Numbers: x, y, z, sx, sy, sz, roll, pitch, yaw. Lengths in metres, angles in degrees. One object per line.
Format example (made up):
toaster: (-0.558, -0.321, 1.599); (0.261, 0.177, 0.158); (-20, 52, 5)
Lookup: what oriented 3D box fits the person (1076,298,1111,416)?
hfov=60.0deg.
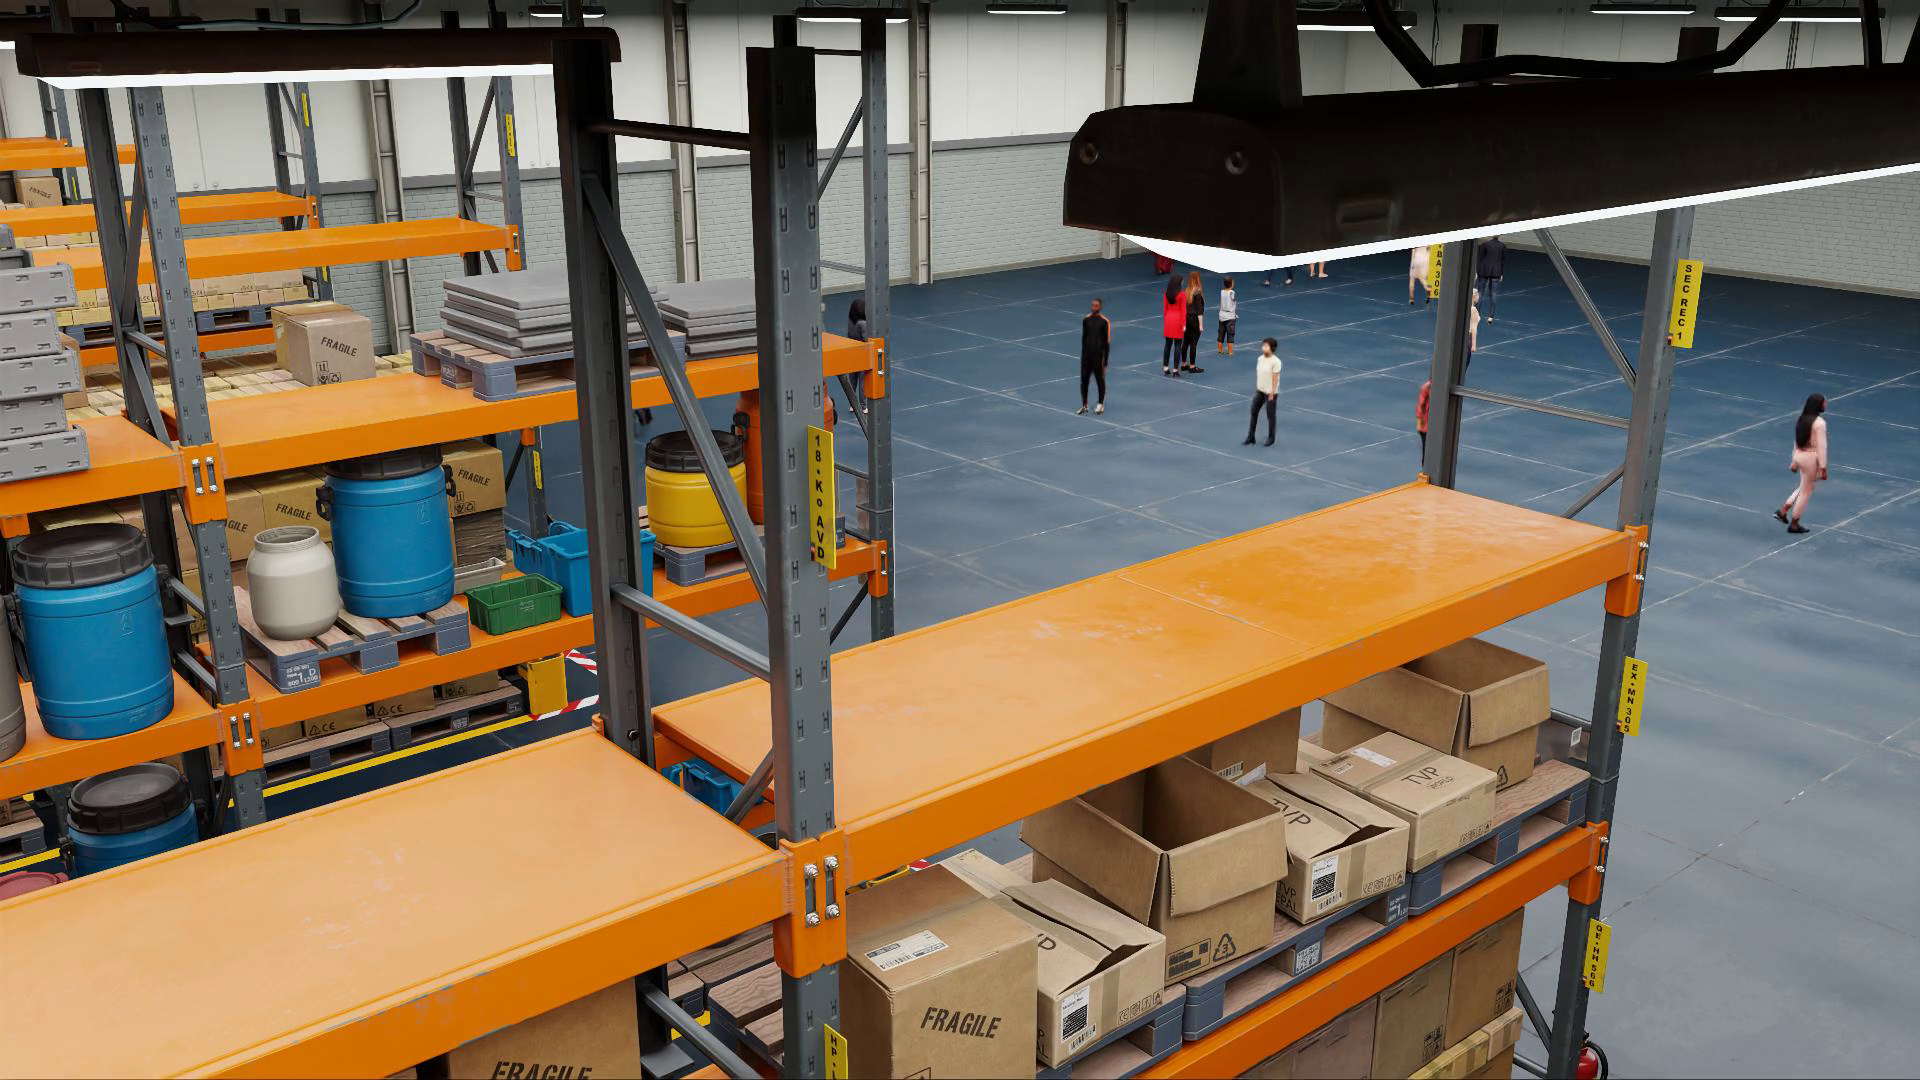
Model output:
person: (2.105, -2.814, 25.432); (0.836, 1.786, 0.974); (10, 20, 27)

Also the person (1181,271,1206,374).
person: (3.948, -3.721, 28.334); (0.569, 1.712, 0.629); (-10, 21, -29)

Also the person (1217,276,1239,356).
person: (4.790, -4.059, 29.782); (0.614, 1.460, 0.573); (13, 22, 34)

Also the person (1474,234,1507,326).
person: (9.353, -4.726, 29.523); (0.821, 1.782, 0.786); (2, 18, 7)

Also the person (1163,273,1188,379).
person: (3.606, -3.615, 27.952); (0.631, 1.748, 0.640); (16, 24, 40)

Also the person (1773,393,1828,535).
person: (9.924, -0.886, 19.634); (0.849, 1.709, 0.790); (0, 18, 1)

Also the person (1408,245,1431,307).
person: (9.474, -5.648, 34.096); (1.050, 1.809, 0.970); (-3, 18, -10)

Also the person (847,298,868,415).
person: (-1.563, -2.825, 25.500); (0.523, 1.764, 0.611); (-17, 24, -41)

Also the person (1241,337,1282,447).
person: (4.403, -2.092, 23.564); (0.790, 1.570, 0.646); (-12, 21, -32)
